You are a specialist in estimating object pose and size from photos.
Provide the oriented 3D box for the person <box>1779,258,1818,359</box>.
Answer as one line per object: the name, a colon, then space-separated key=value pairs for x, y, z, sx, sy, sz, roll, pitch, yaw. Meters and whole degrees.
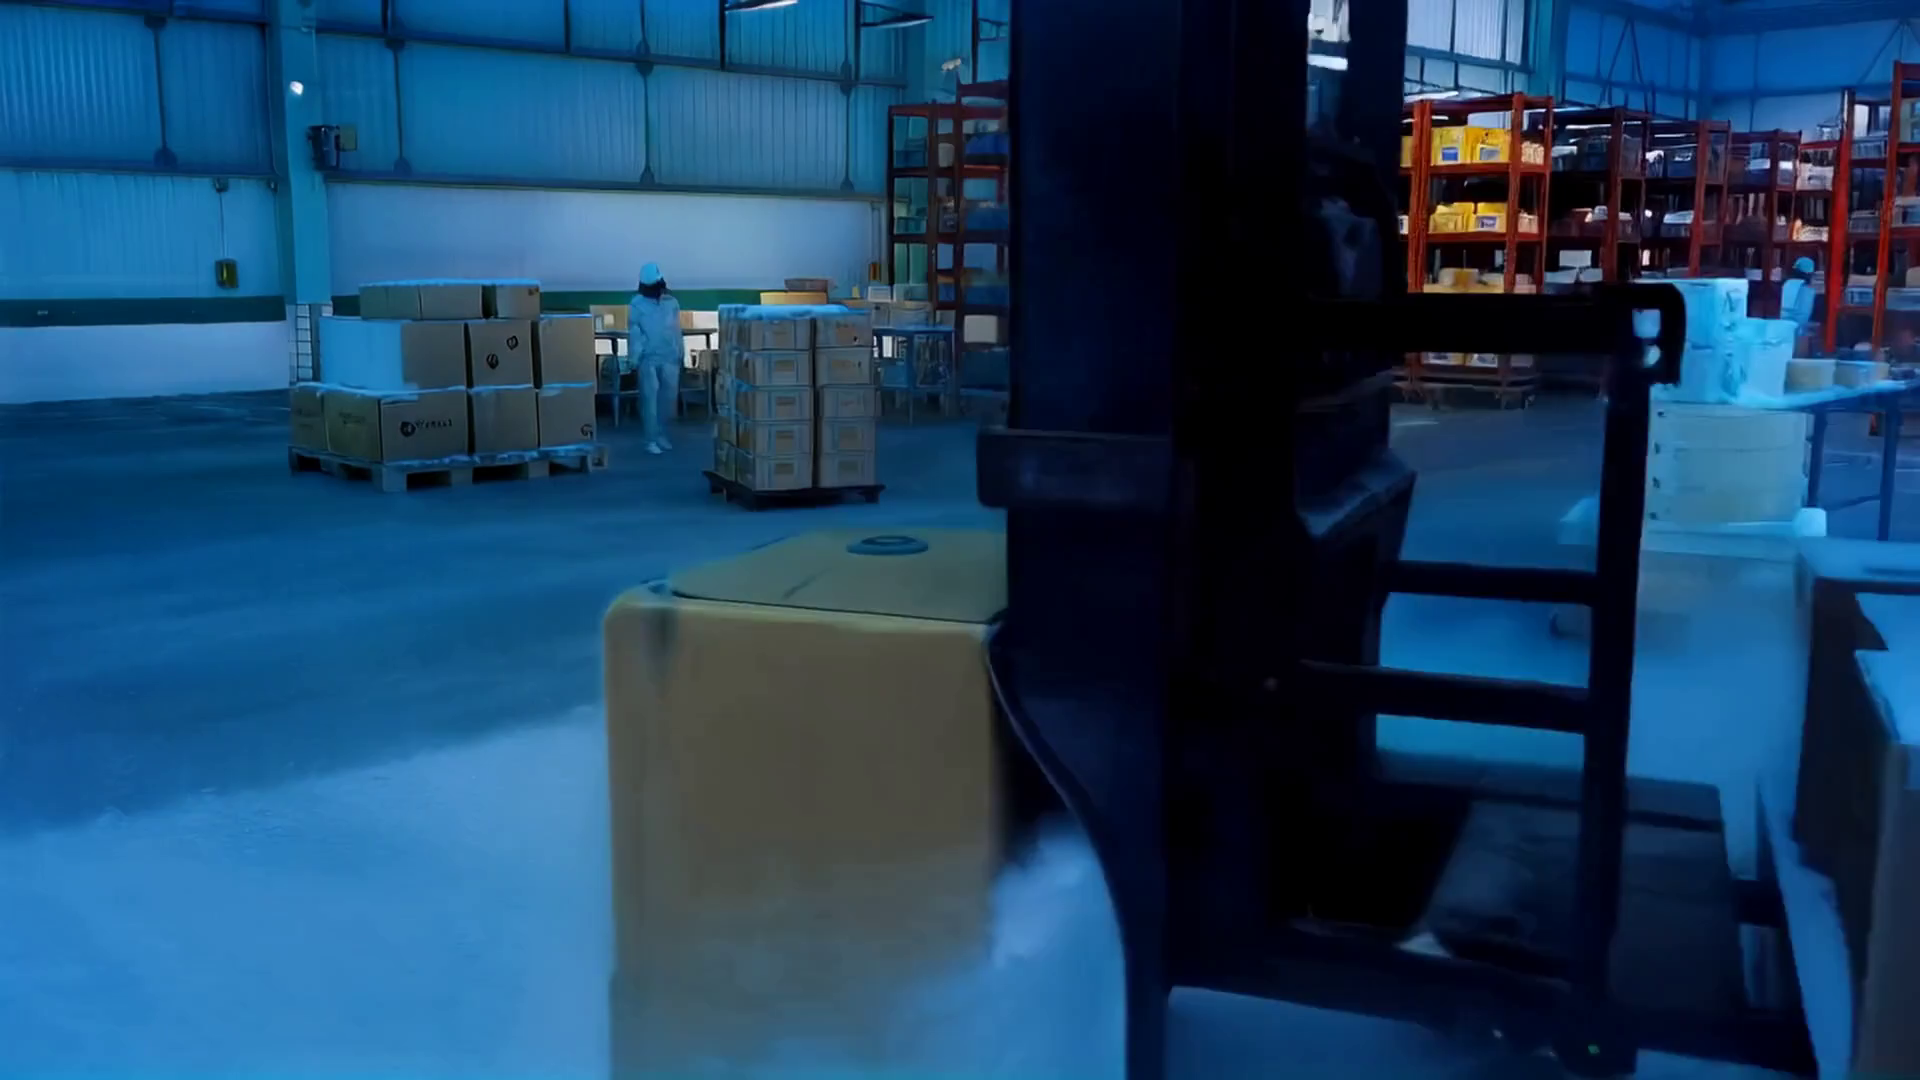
person: x=11.207 y=-2.879 z=22.272 sx=0.985 sy=1.780 sz=0.585 roll=-3 pitch=10 yaw=-16

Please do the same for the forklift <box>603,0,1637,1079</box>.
forklift: x=0.349 y=-0.252 z=3.125 sx=1.873 sy=2.768 sz=1.129 roll=4 pitch=10 yaw=22

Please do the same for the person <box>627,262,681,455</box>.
person: x=-2.724 y=-1.605 z=14.781 sx=0.524 sy=1.703 sz=0.569 roll=-7 pitch=12 yaw=-36
